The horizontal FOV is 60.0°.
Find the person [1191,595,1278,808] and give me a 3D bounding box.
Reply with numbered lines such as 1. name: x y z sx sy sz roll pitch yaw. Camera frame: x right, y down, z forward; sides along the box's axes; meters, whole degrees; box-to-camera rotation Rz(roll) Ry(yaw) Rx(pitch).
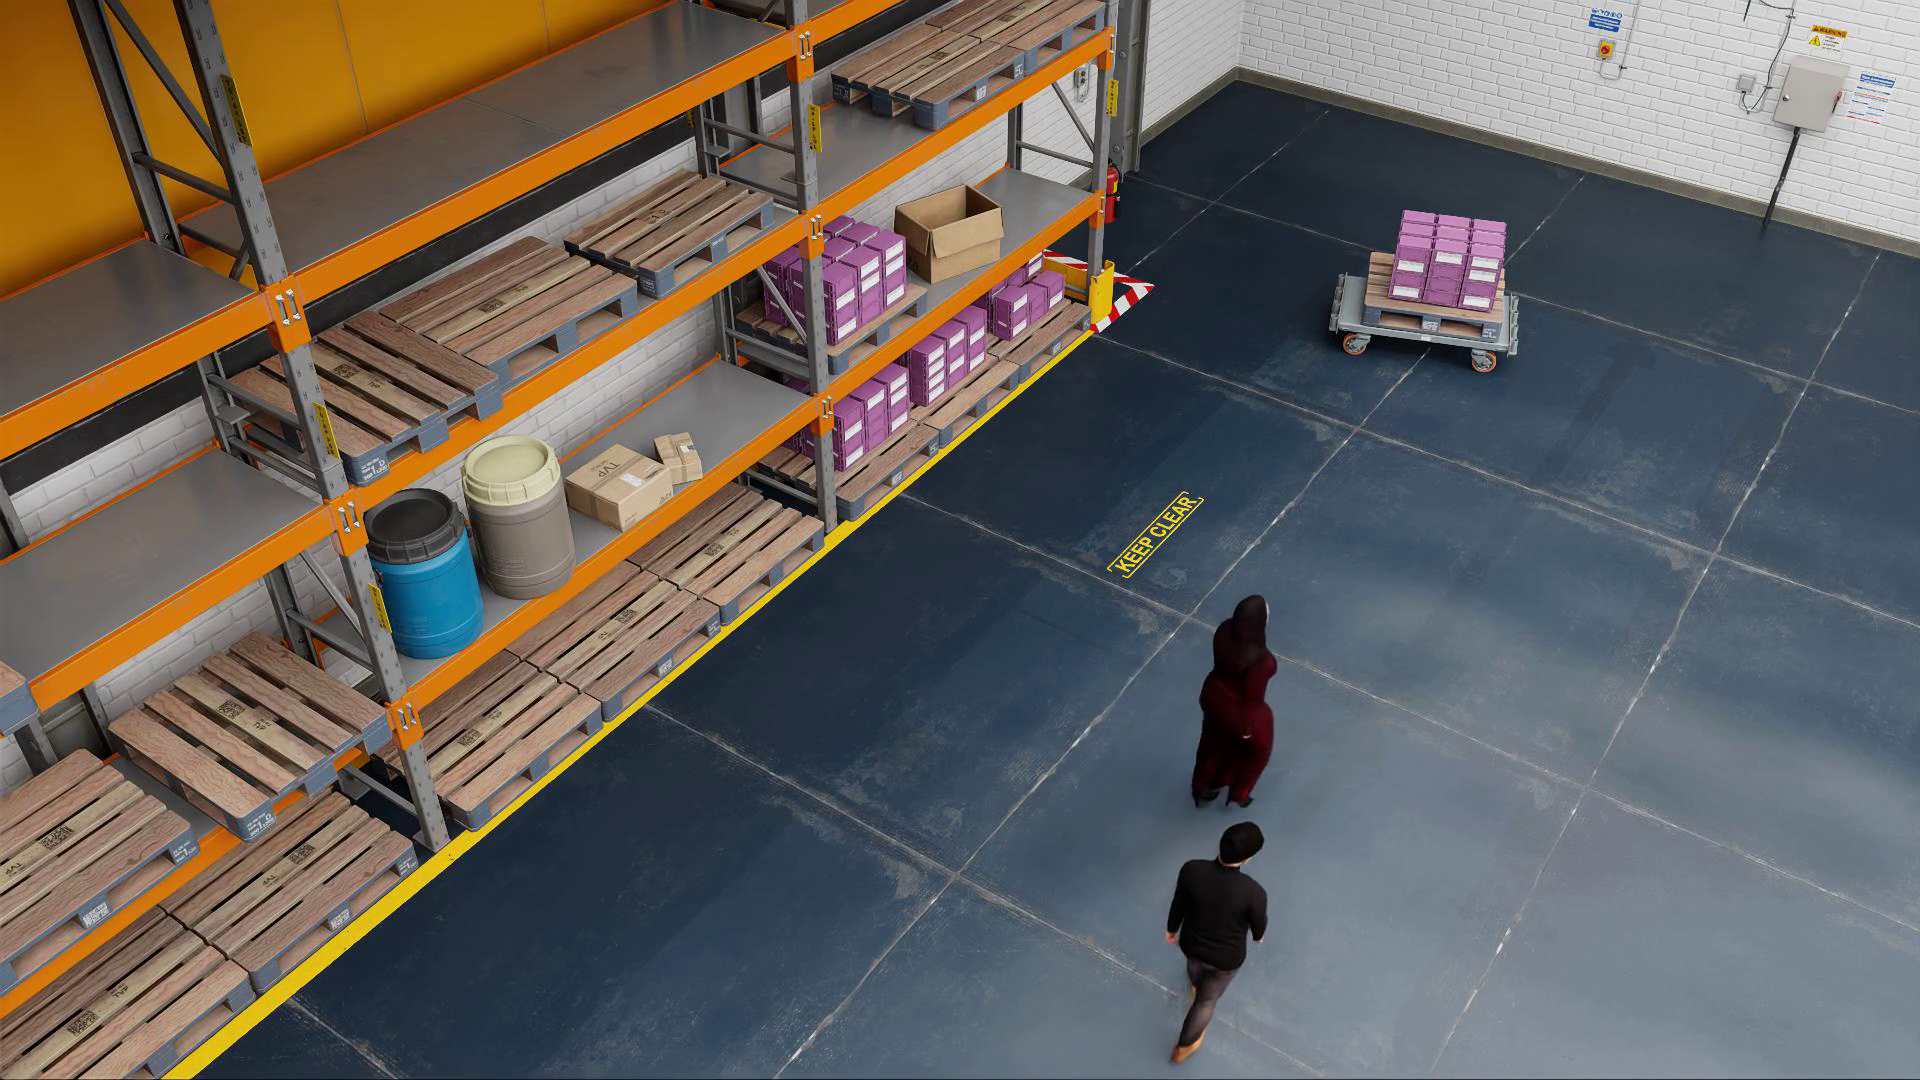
1. person: 1.627 1.075 10.347 0.806 1.743 0.778 -21 43 -25

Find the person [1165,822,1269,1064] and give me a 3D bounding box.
1. person: 1.335 2.216 8.960 0.674 1.690 0.925 22 43 25
